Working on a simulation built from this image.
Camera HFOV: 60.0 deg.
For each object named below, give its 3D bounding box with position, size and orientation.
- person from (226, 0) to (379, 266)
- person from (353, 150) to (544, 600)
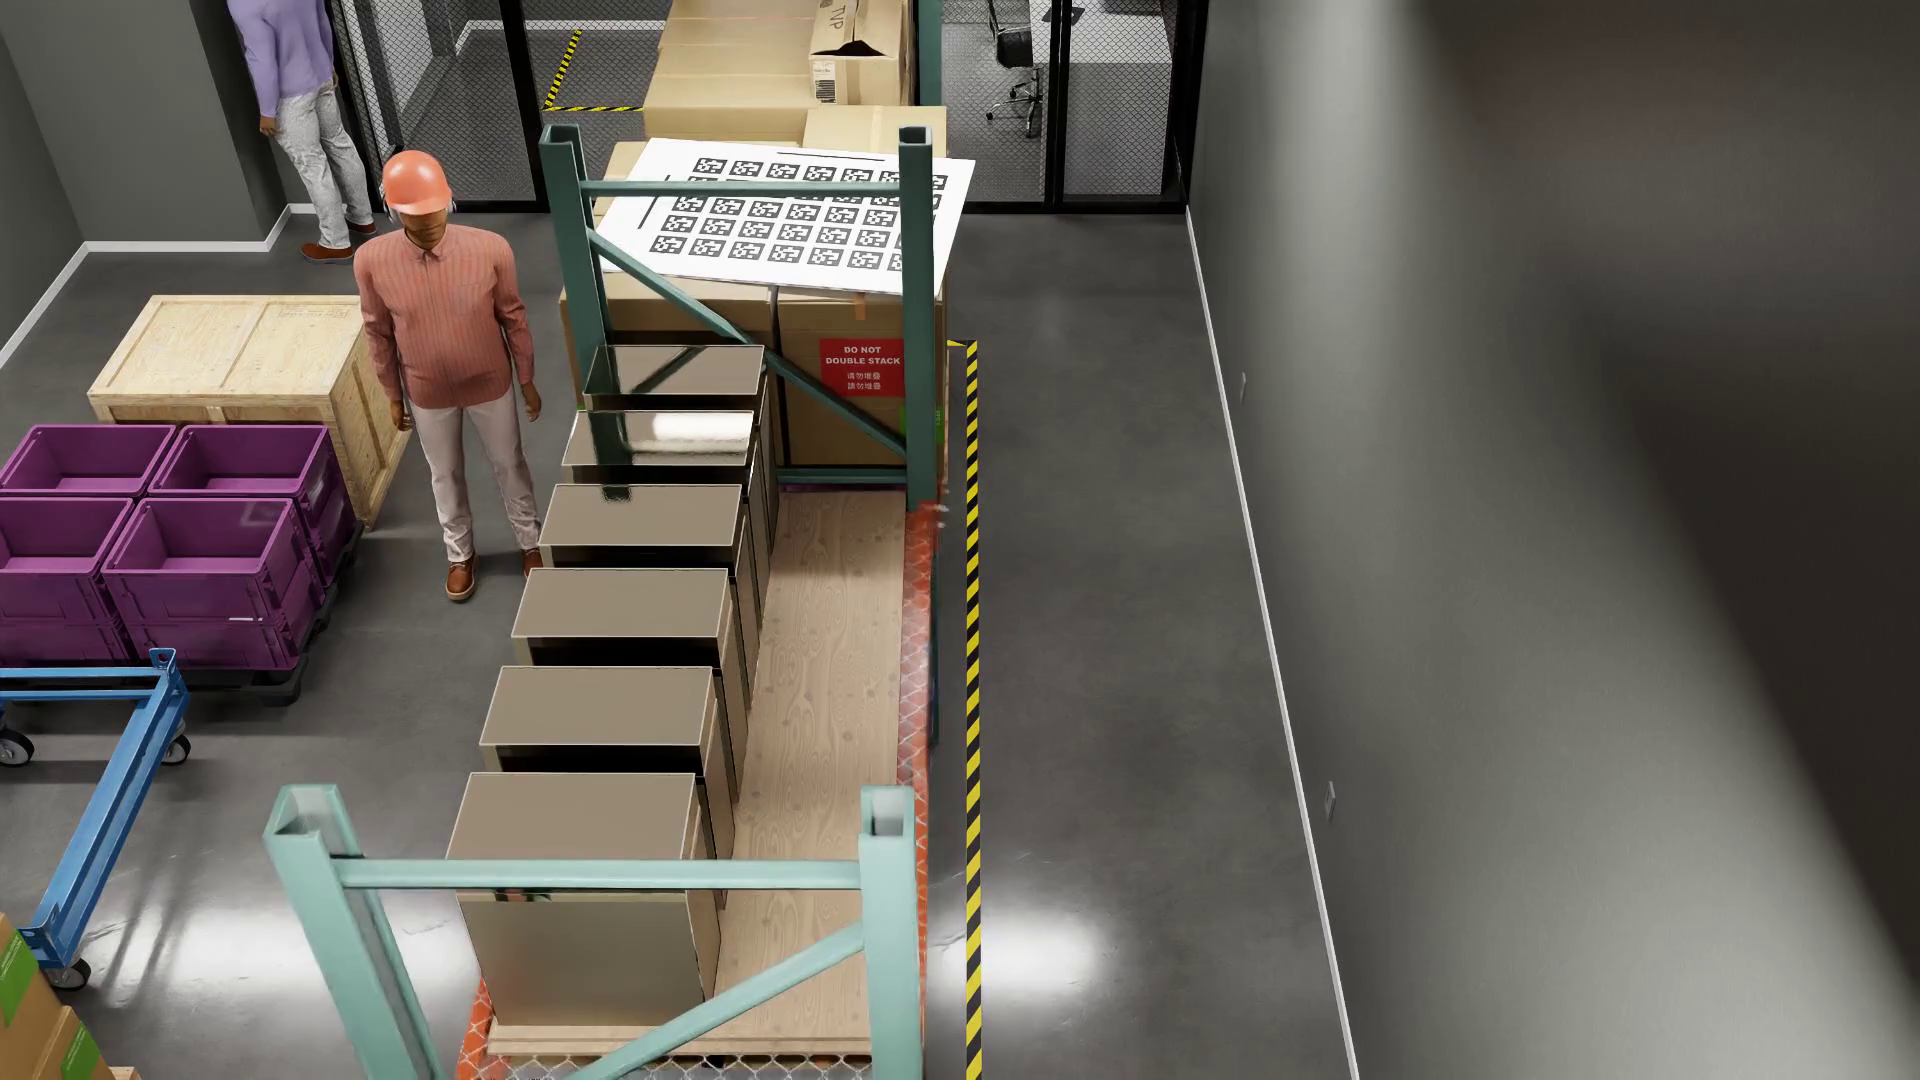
[{"bbox_3d":[-3.410,-2.340,8.561,0.355,1.938,0.636,11,42,12],"label":"person"},{"bbox_3d":[-1.971,-0.621,6.552,0.609,1.997,0.373,-9,42,-10],"label":"person"}]
